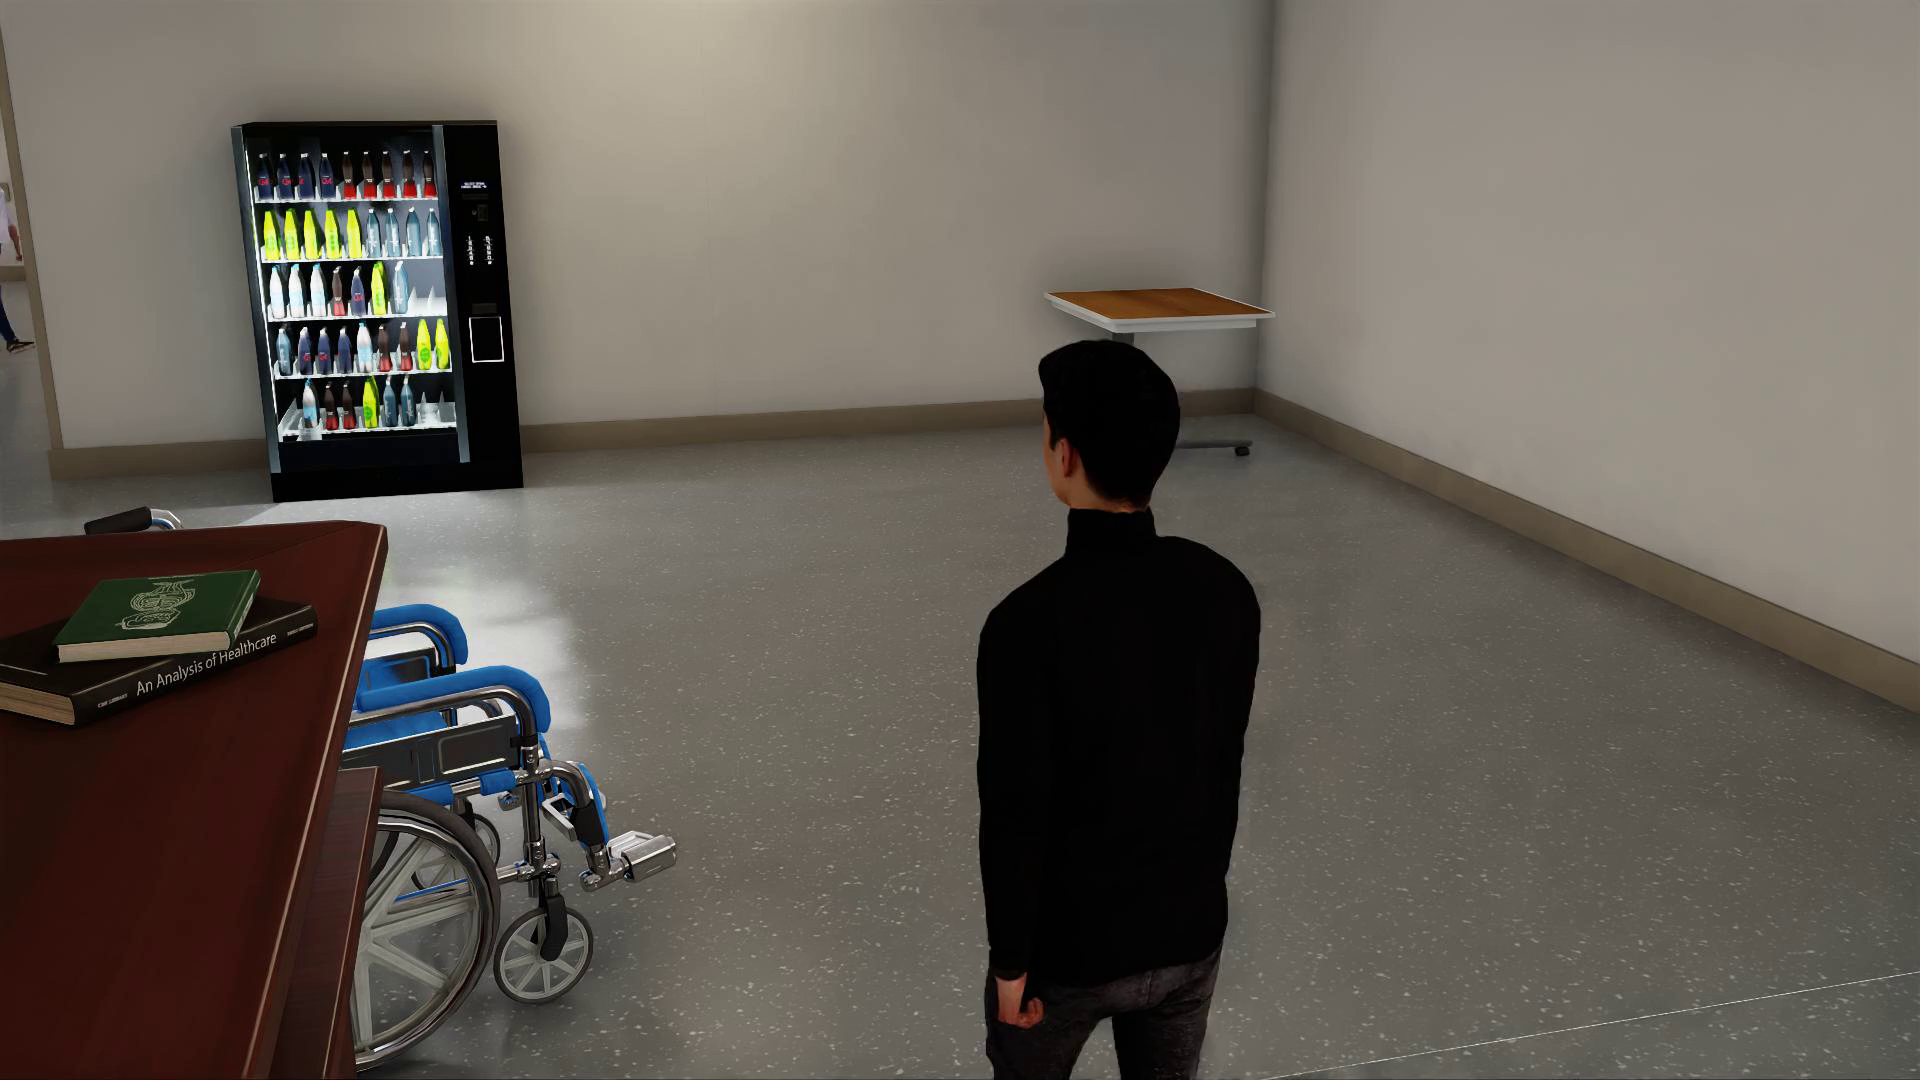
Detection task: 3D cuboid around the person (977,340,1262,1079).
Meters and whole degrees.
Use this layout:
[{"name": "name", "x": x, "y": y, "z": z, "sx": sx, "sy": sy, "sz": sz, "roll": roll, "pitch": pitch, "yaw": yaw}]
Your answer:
[{"name": "person", "x": 0.272, "y": 0.570, "z": 2.508, "sx": 0.962, "sy": 1.701, "sz": 0.797, "roll": -7, "pitch": 17, "yaw": -24}]

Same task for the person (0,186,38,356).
[{"name": "person", "x": -7.413, "y": -2.221, "z": 12.440, "sx": 1.110, "sy": 1.684, "sz": 0.932, "roll": 3, "pitch": 16, "yaw": 12}]
